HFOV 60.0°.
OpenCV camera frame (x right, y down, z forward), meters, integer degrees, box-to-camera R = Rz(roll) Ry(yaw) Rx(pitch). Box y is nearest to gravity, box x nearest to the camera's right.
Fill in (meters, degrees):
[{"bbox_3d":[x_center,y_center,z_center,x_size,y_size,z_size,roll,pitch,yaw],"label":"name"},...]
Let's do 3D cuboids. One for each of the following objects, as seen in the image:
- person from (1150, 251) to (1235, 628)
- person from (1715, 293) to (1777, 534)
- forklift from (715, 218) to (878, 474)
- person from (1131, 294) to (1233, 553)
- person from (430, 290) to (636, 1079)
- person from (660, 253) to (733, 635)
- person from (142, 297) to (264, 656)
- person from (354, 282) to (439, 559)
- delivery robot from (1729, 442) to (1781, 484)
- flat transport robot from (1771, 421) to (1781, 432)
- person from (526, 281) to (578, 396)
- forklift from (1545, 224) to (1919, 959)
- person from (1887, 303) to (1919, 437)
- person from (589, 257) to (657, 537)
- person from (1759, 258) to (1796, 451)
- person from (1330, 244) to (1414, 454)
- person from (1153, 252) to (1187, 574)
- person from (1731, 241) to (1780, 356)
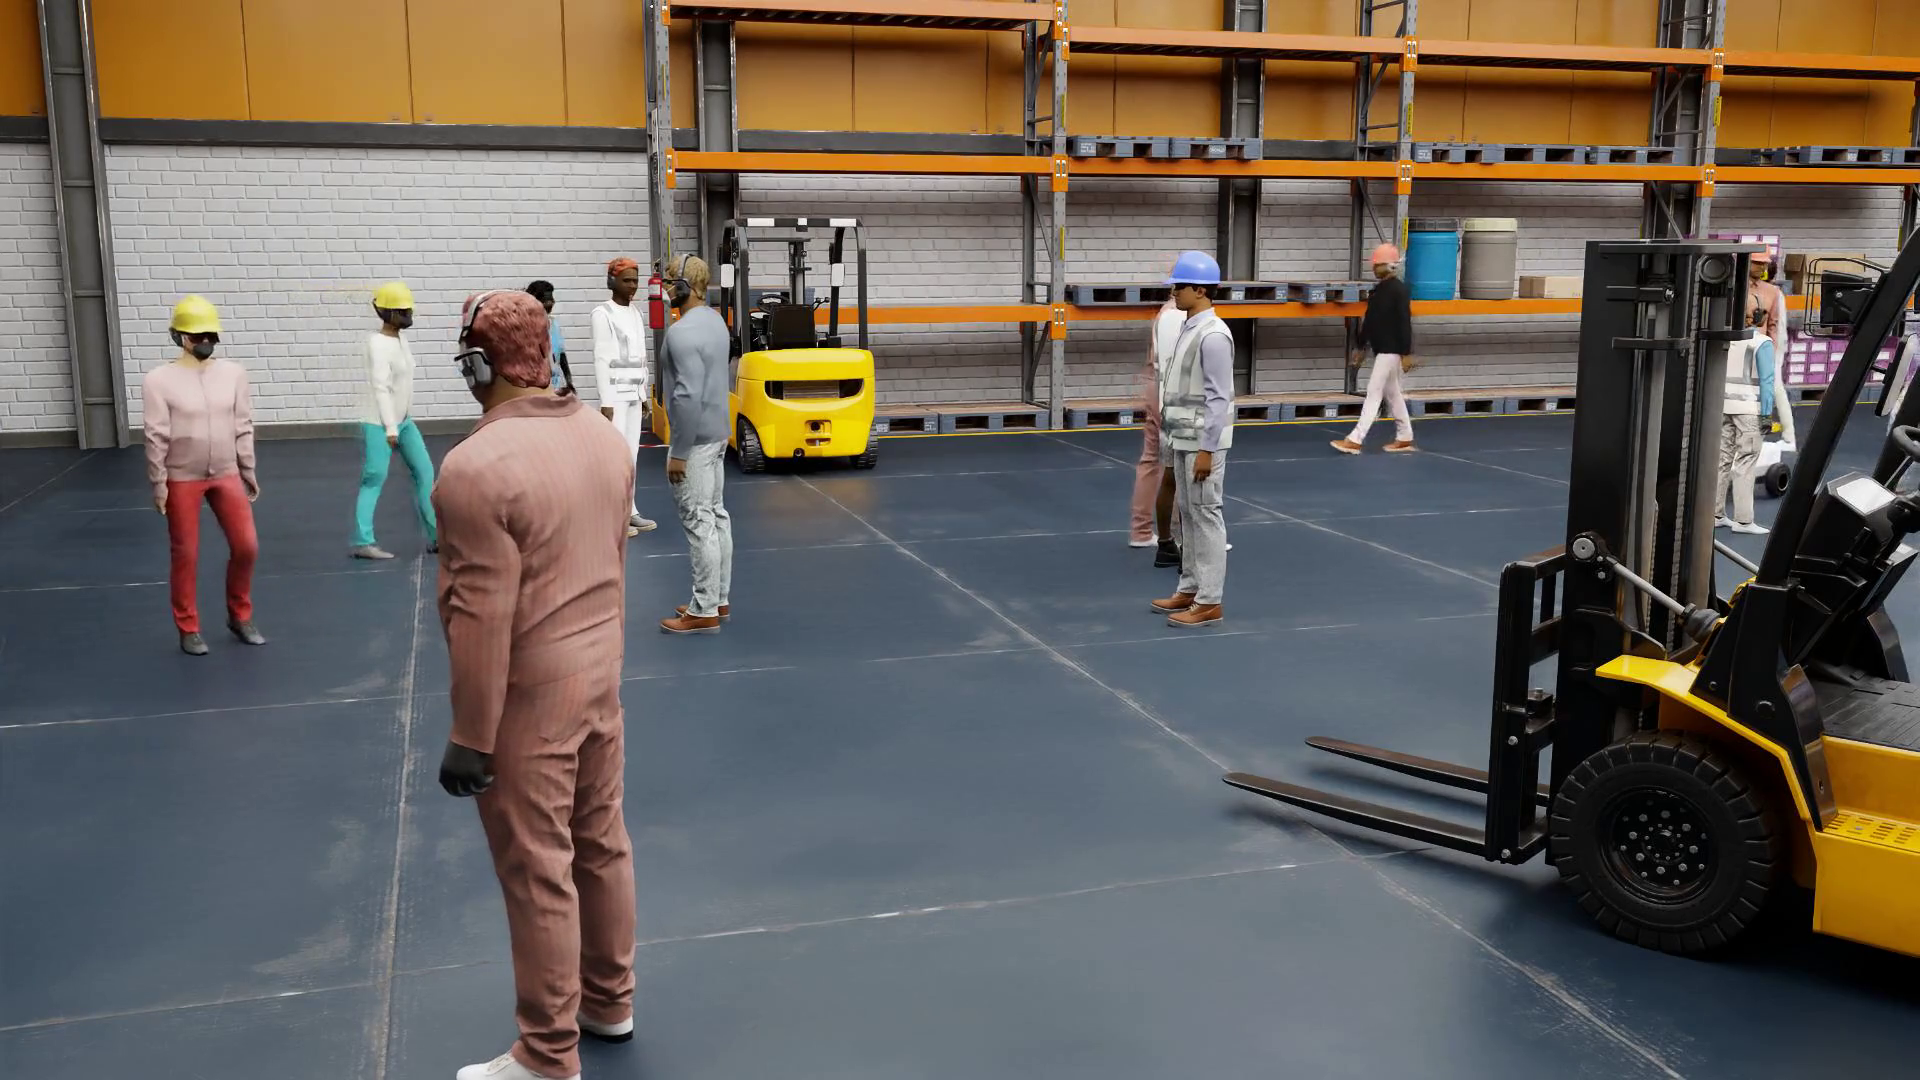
[{"bbox_3d":[1.232,-0.521,8.677,0.389,1.949,0.604,-1,10,-6],"label":"person"},{"bbox_3d":[5.361,-0.860,11.387,0.306,1.640,0.521,-3,11,-14],"label":"person"},{"bbox_3d":[-1.522,-1.778,14.899,1.214,2.155,2.313,-3,11,-17],"label":"forklift"},{"bbox_3d":[1.424,-0.841,10.664,0.641,1.875,0.646,-1,10,-6],"label":"person"},{"bbox_3d":[-1.020,0.368,3.941,0.399,1.902,0.642,4,11,19],"label":"person"},{"bbox_3d":[-1.358,-0.486,8.518,0.362,1.939,0.636,1,10,7],"label":"person"},{"bbox_3d":[-3.646,-0.296,8.029,0.450,1.737,0.534,8,13,38],"label":"person"},{"bbox_3d":[-3.463,-0.729,10.408,0.819,1.733,0.548,1,10,3],"label":"person"},{"bbox_3d":[6.038,-0.643,12.915,0.707,0.478,0.477,-7,12,-32],"label":"delivery robot"},{"bbox_3d":[7.691,-1.189,16.944,1.431,0.197,0.652,-7,13,-35],"label":"flat transport robot"},{"bbox_3d":[-3.286,-1.228,13.318,0.674,1.673,0.552,3,11,16],"label":"person"},{"bbox_3d":[2.909,0.117,4.508,2.313,2.155,1.214,9,14,40],"label":"forklift"},{"bbox_3d":[7.410,-1.208,12.631,1.013,1.897,0.629,3,11,15],"label":"person"},{"bbox_3d":[-2.294,-0.968,11.313,0.337,1.881,0.583,3,11,16],"label":"person"},{"bbox_3d":[7.586,-1.763,15.828,0.876,1.825,0.505,6,12,28],"label":"person"},{"bbox_3d":[3.913,-1.778,15.554,0.895,1.951,0.632,-1,10,-6],"label":"person"},{"bbox_3d":[1.380,-0.762,10.029,0.355,1.938,0.544,-5,11,-26],"label":"person"},{"bbox_3d":[6.942,-1.641,14.733,0.621,1.990,0.400,-1,10,-3],"label":"person"}]
